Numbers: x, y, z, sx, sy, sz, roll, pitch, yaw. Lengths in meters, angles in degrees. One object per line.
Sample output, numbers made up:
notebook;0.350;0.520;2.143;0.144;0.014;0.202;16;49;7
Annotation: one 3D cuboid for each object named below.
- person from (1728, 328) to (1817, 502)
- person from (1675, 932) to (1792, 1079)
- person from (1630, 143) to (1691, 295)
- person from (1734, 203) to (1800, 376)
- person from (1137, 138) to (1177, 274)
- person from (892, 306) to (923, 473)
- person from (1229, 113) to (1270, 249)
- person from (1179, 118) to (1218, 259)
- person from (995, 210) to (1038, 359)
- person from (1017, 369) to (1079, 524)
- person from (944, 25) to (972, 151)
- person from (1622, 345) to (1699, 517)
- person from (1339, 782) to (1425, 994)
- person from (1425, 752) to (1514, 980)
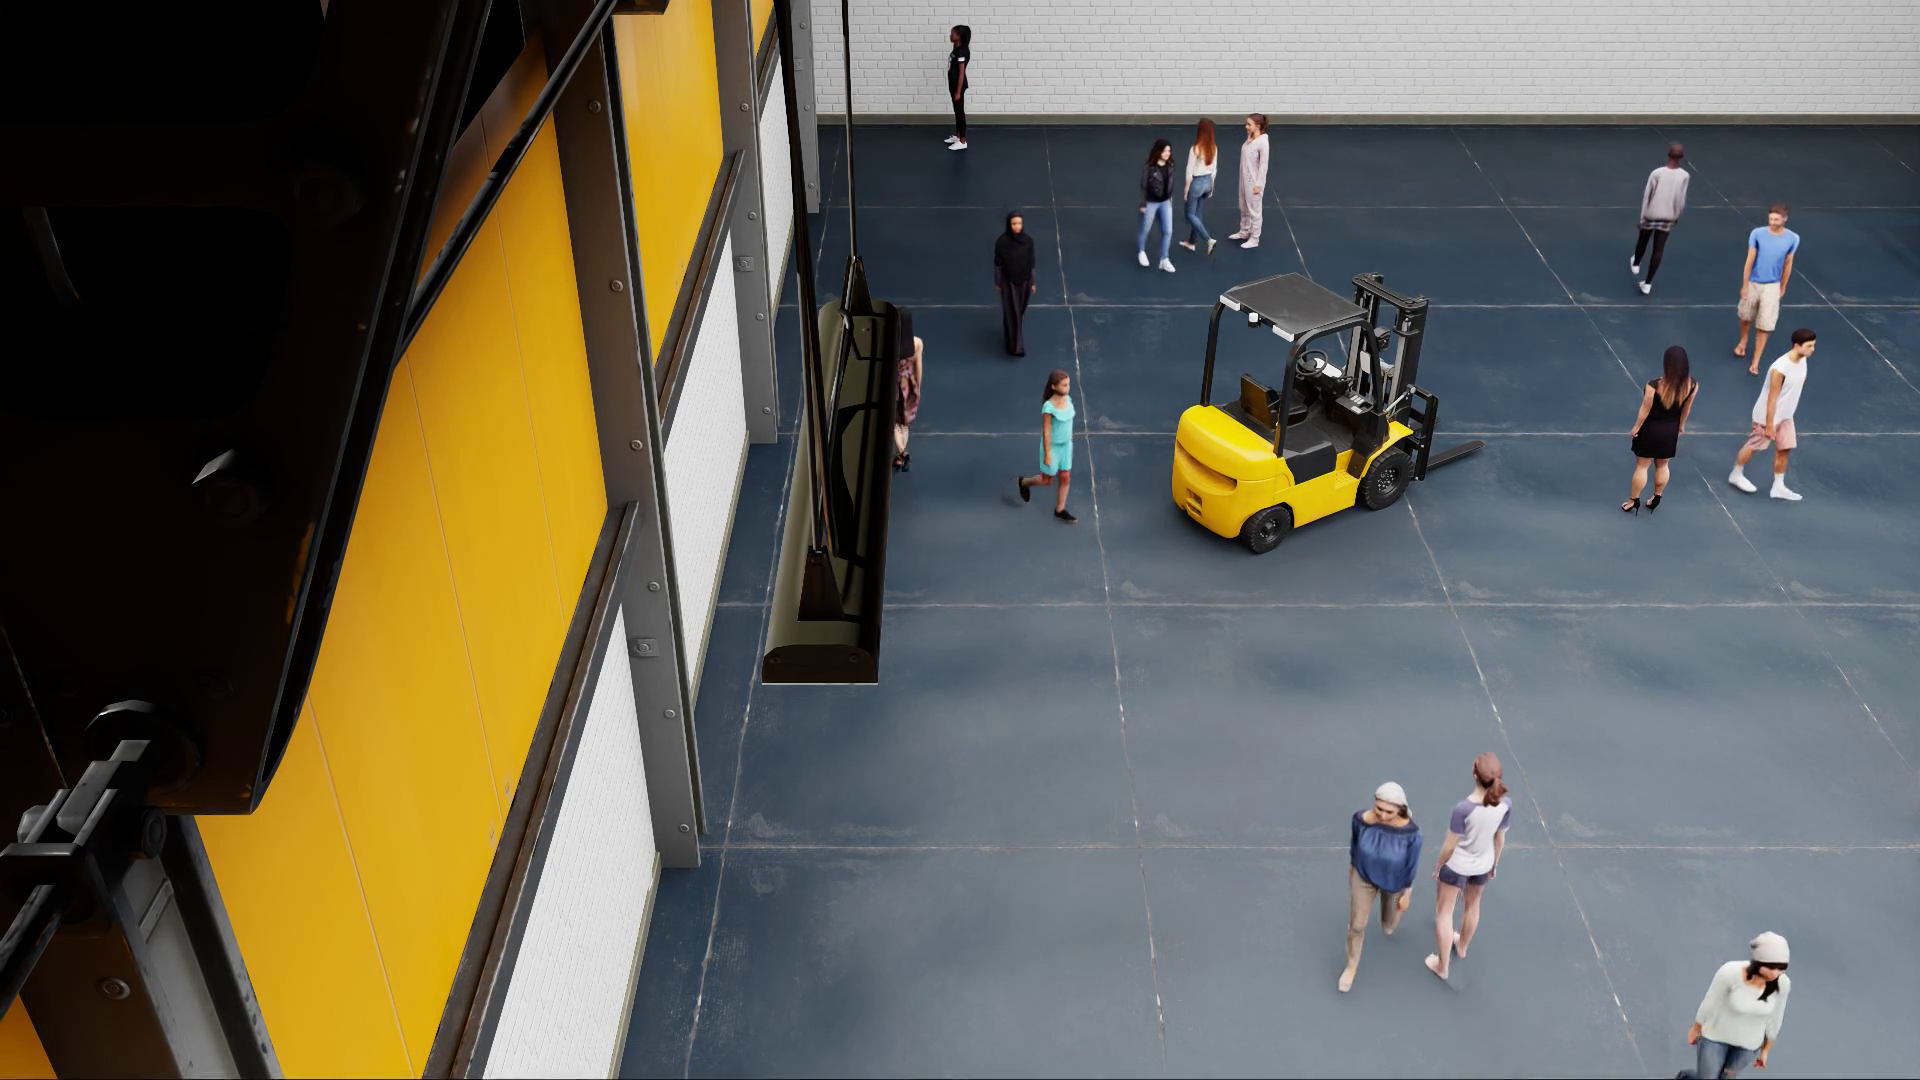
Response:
person;7.591;-1.231;15.661;0.967;1.757;1.065;-22;39;-29
person;4.466;2.815;9.680;0.617;1.640;0.659;7;34;10
person;8.181;-3.723;19.423;0.805;1.743;1.113;7;34;10
person;8.655;-2.797;17.961;0.966;1.819;1.219;15;36;21
person;2.317;-4.081;20.080;0.894;1.612;1.009;-14;36;-21
person;-0.540;-1.354;15.847;0.790;1.757;0.912;-11;35;-17
person;3.638;-4.475;20.601;0.770;1.693;0.632;-12;35;-17
person;2.960;-4.270;20.270;0.889;1.717;1.034;-19;38;-26
person;0.592;-2.875;18.278;0.797;1.598;1.146;-8;34;-11
person;0.827;-0.883;15.330;0.944;1.545;0.893;27;42;34
person;-0.033;-6.396;23.460;0.708;1.728;0.563;-5;34;-8
person;6.456;-0.996;15.349;0.669;1.712;0.626;-4;34;-6
person;2.716;2.143;10.655;0.880;1.680;1.065;16;37;23
person;3.258;2.088;10.657;0.633;1.770;0.692;-6;34;-9
